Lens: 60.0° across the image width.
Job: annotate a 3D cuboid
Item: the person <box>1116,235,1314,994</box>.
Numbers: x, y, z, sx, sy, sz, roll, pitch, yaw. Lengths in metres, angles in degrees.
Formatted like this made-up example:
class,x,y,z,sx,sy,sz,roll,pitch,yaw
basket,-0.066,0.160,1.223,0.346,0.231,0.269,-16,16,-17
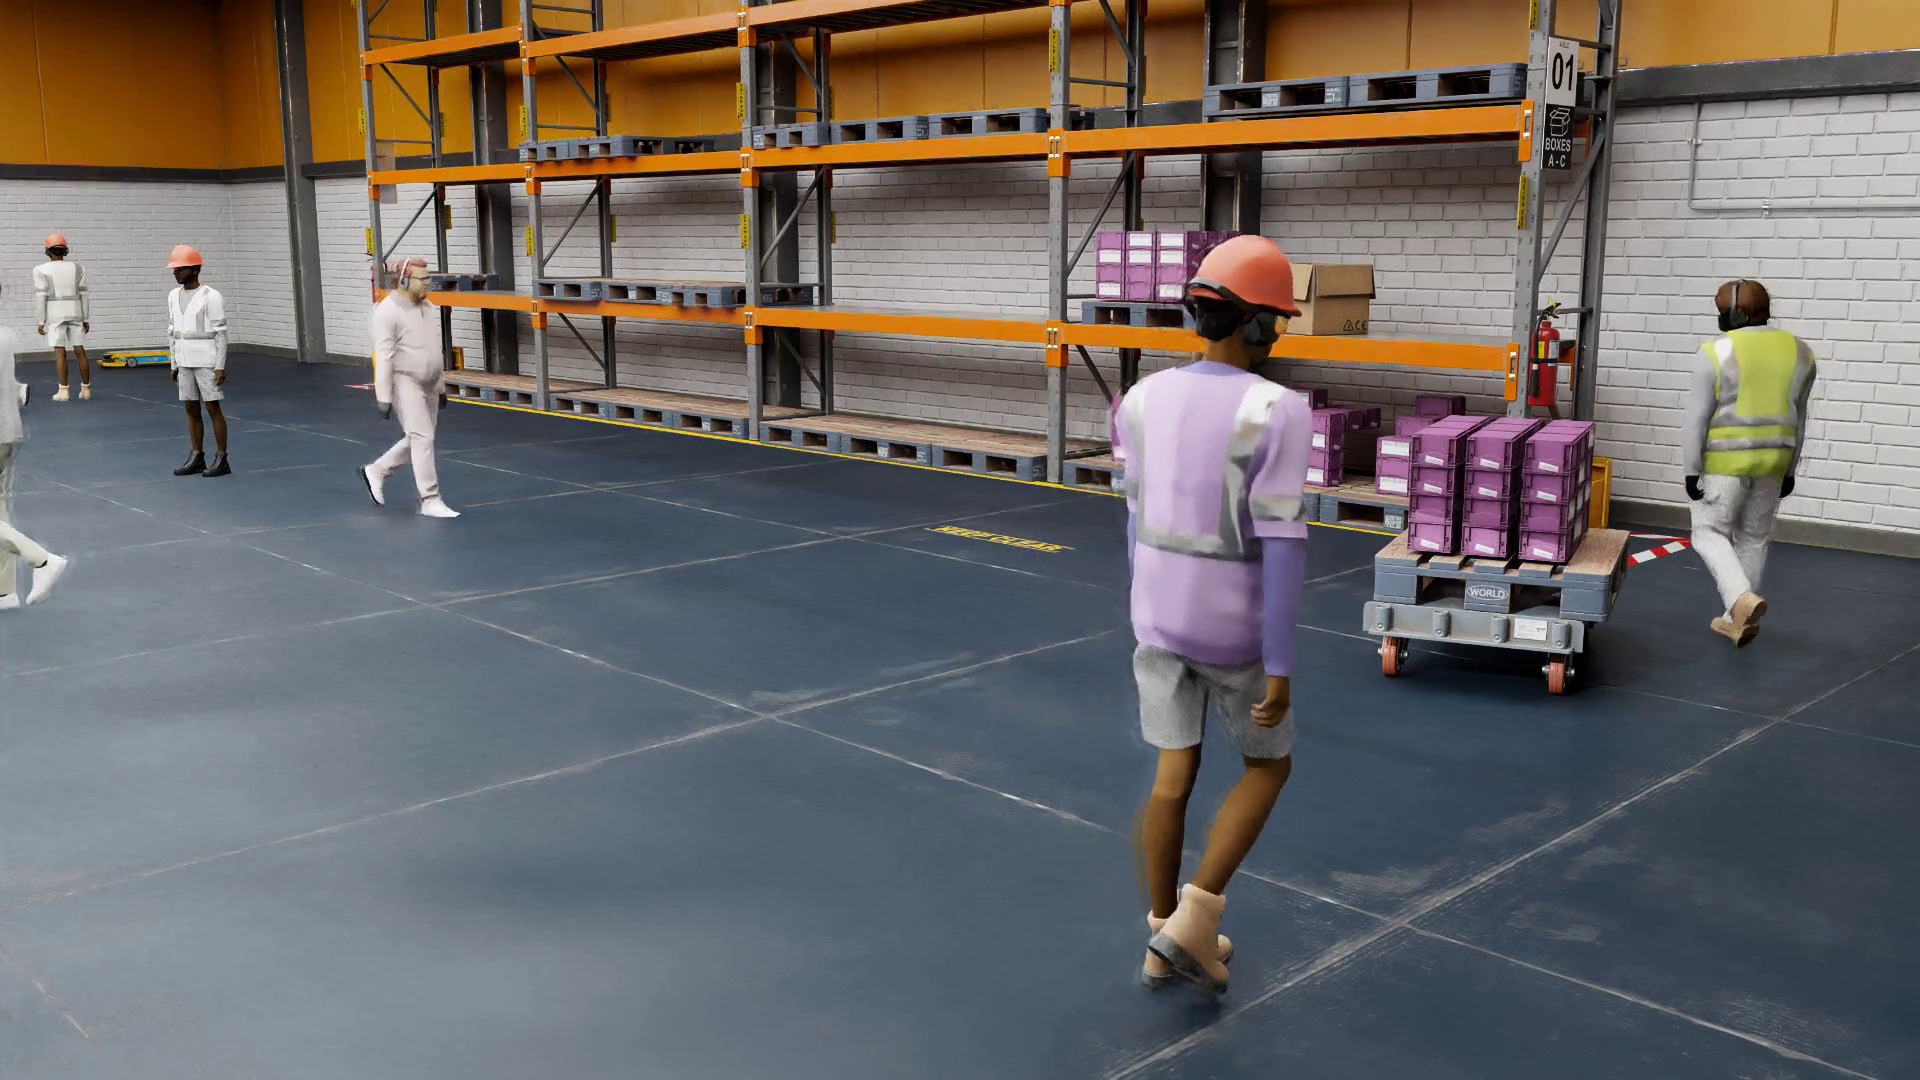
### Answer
class,x,y,z,sx,sy,sz,roll,pitch,yaw
person,0.670,0.221,4.387,0.627,2.022,0.473,10,14,43

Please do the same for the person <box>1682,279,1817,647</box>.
class,x,y,z,sx,sy,sz,roll,pitch,yaw
person,3.830,-0.356,8.100,0.625,1.820,0.700,0,10,-1

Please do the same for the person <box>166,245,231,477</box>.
class,x,y,z,sx,sy,sz,roll,pitch,yaw
person,-6.417,-1.491,13.957,0.553,1.935,0.363,4,11,19

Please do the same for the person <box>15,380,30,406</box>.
class,x,y,z,sx,sy,sz,roll,pitch,yaw
person,-10.877,-2.205,18.693,0.602,1.621,0.527,-6,12,-30

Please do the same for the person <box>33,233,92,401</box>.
class,x,y,z,sx,sy,sz,roll,pitch,yaw
person,-11.001,-2.724,20.392,0.394,2.044,0.609,9,14,41

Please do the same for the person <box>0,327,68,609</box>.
class,x,y,z,sx,sy,sz,roll,pitch,yaw
person,-5.161,-0.521,8.925,0.498,1.846,0.518,-2,11,-8

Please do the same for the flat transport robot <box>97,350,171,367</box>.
class,x,y,z,sx,sy,sz,roll,pitch,yaw
flat transport robot,-12.583,-2.838,25.851,1.431,0.197,0.652,-7,13,-35

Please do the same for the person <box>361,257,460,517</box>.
class,x,y,z,sx,sy,sz,roll,pitch,yaw
person,-4.016,-1.100,12.020,0.794,1.878,0.670,3,11,15
